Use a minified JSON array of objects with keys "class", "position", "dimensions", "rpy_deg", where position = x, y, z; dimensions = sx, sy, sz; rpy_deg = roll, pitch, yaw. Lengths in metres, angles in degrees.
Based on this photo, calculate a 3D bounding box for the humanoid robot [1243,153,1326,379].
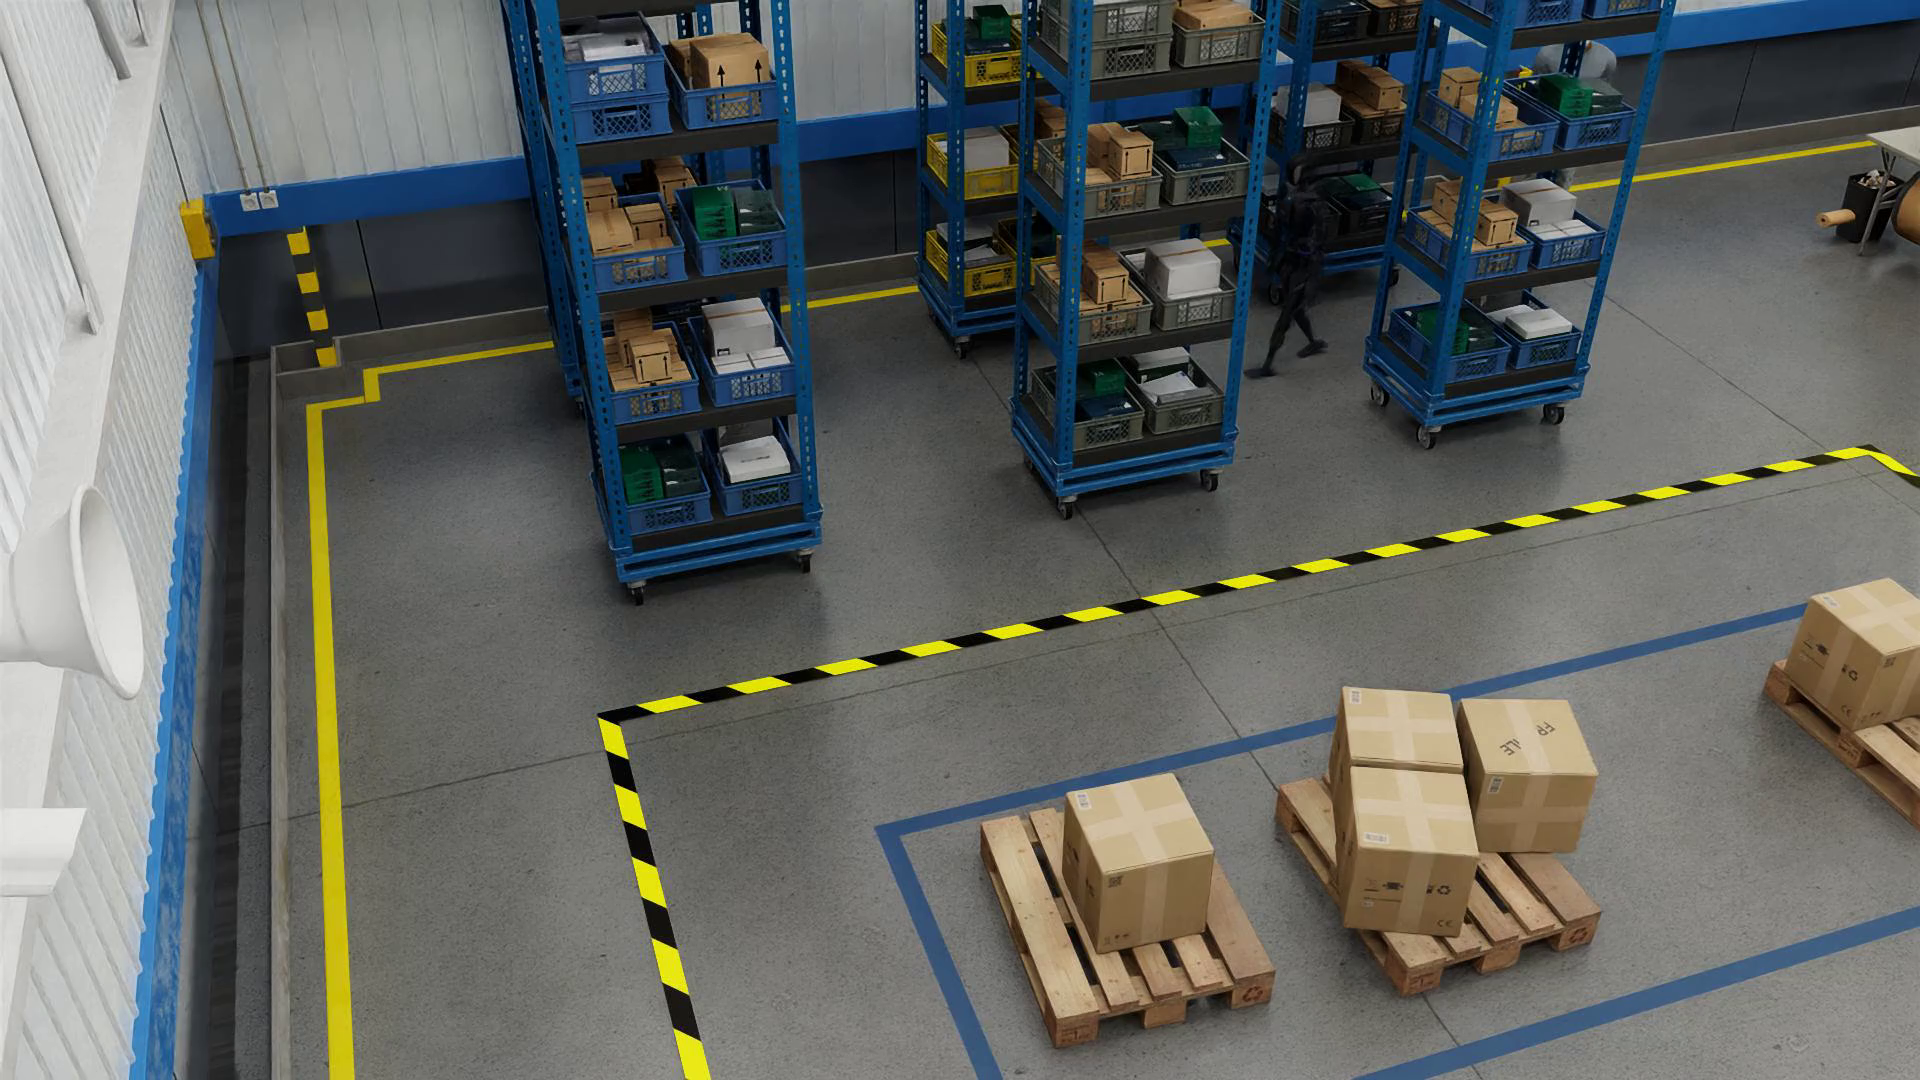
[{"class":"humanoid robot","position":[2.356,-1.932,11.611],"dimensions":[0.769,1.627,0.610],"rpy_deg":[-14,38,-19]}]

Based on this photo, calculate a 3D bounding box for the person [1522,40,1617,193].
[{"class":"person","position":[4.788,-3.271,13.245],"dimensions":[0.634,1.937,0.355],"rpy_deg":[4,35,5]}]
